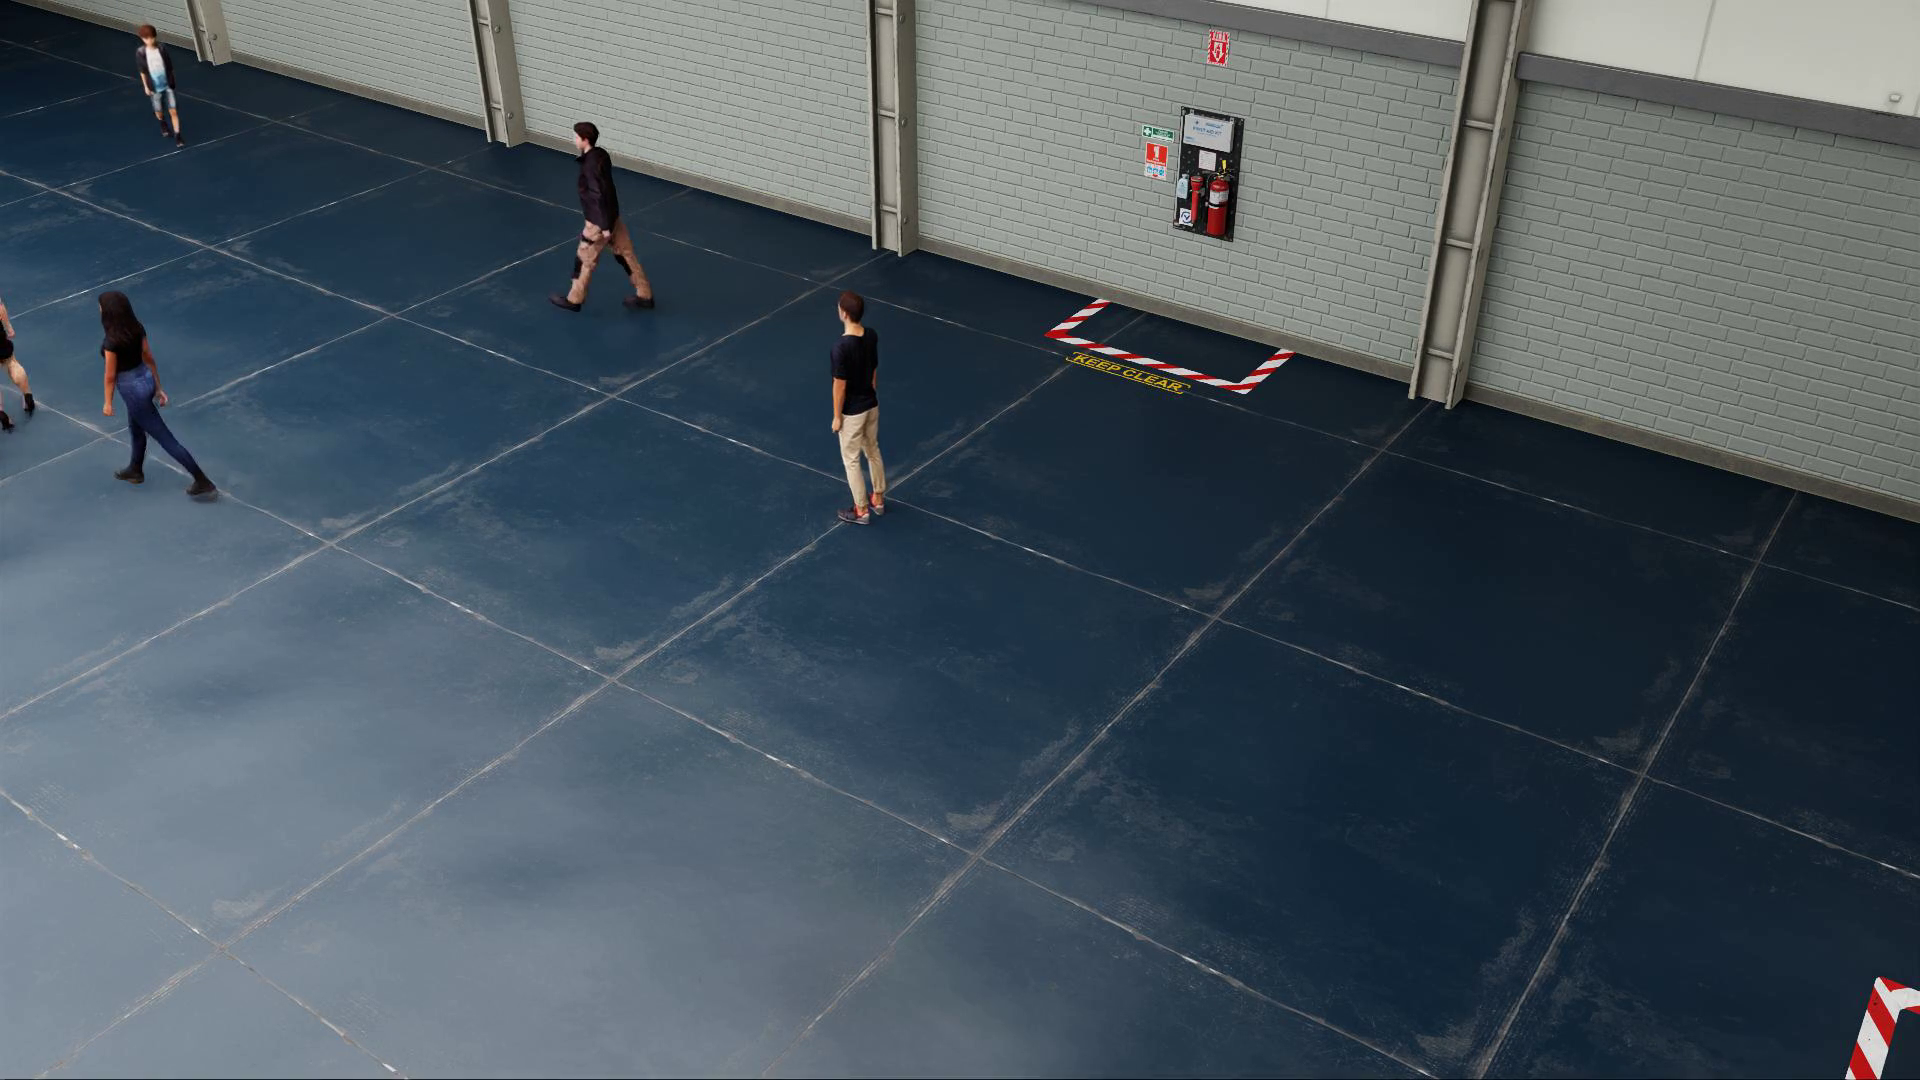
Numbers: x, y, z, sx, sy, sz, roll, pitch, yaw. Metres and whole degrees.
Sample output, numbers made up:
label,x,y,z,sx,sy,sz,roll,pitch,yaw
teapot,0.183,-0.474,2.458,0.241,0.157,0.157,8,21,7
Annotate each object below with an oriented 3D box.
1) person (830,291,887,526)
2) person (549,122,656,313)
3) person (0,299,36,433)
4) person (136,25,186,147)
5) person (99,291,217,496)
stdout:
label,x,y,z,sx,sy,sz,roll,pitch,yaw
person,-0.769,-0.990,12.597,0.557,1.845,0.620,20,37,29
person,-3.304,-3.020,15.794,1.336,1.867,1.135,2,32,3
person,-8.147,-1.673,13.825,0.808,1.689,0.862,-14,35,-20
person,-9.713,-5.534,20.190,0.729,1.429,0.950,-19,37,-28
person,-6.269,-1.075,12.877,1.241,1.690,0.903,6,33,9
